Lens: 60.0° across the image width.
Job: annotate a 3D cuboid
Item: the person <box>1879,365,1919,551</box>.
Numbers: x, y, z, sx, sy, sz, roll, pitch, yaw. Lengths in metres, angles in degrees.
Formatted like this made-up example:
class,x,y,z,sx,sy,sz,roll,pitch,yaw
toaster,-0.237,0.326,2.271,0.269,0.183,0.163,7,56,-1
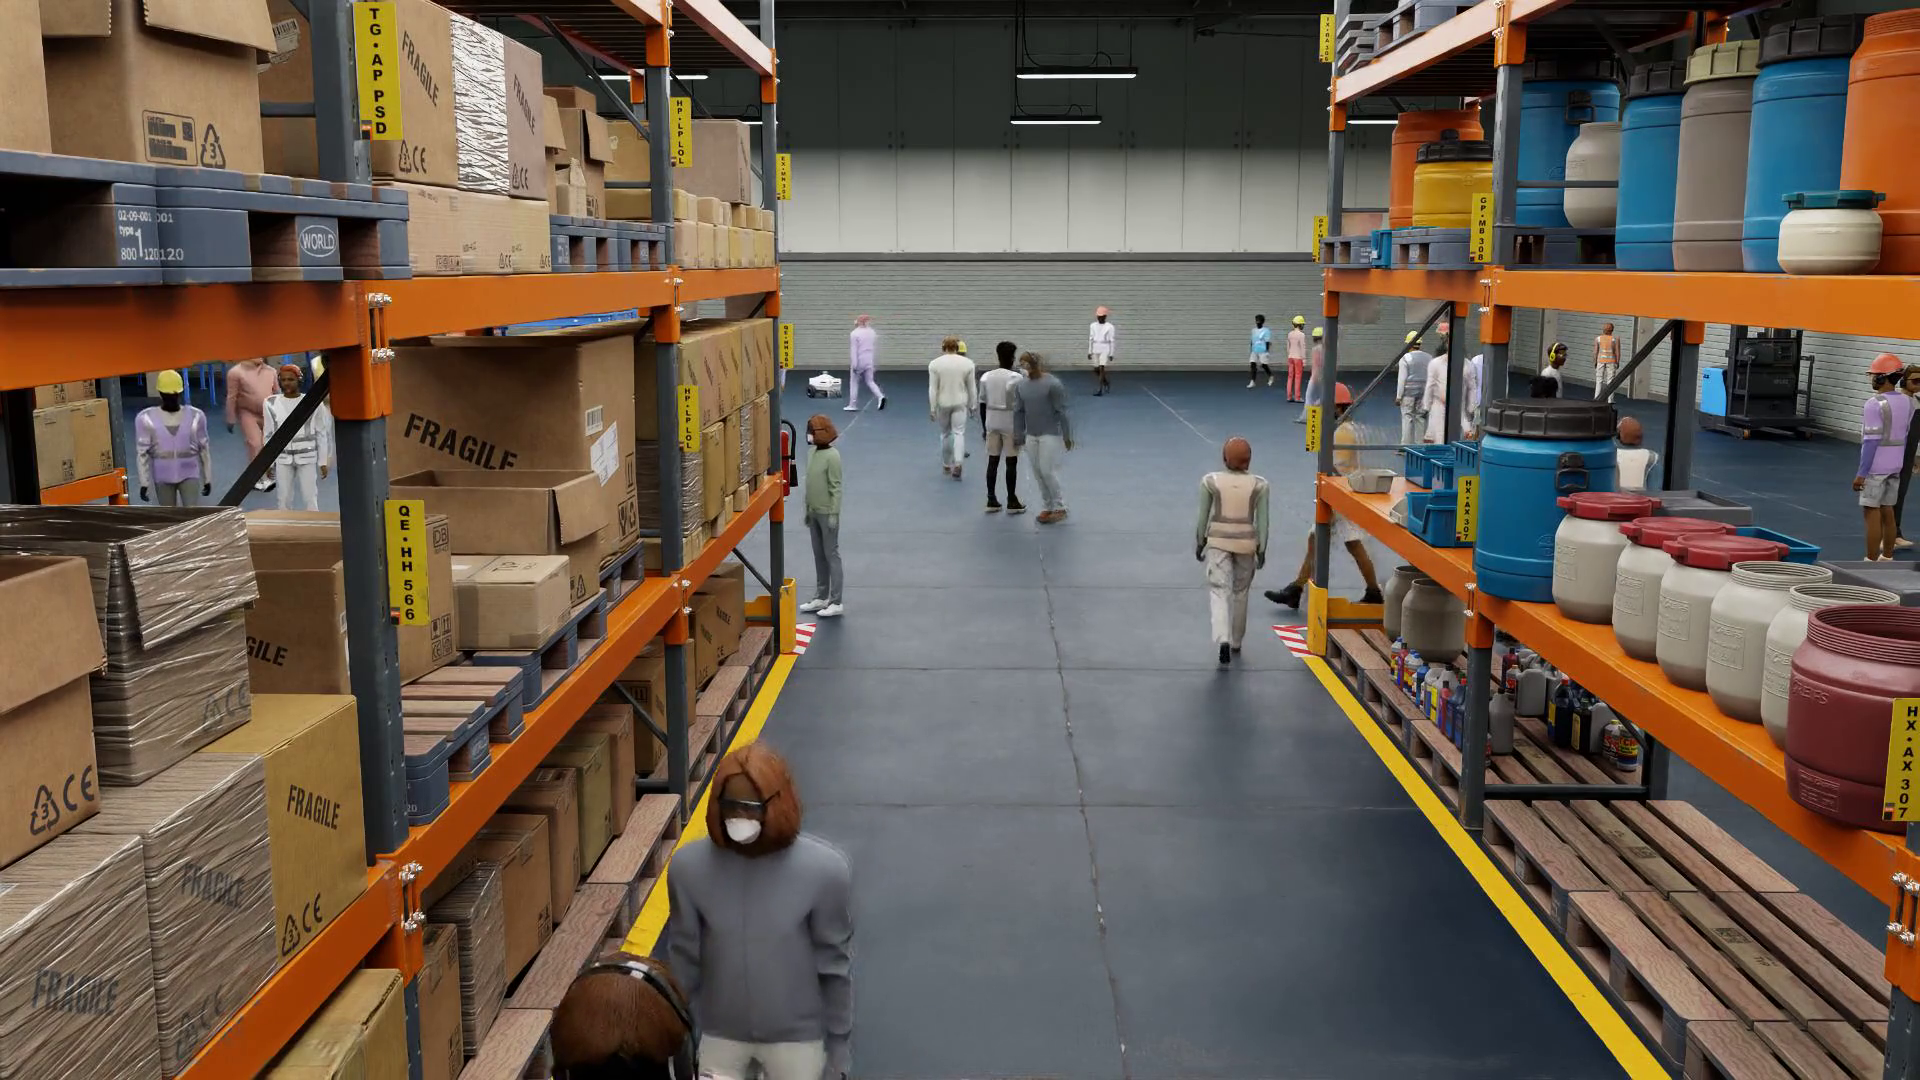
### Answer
class,x,y,z,sx,sy,sz,roll,pitch,yaw
person,9.363,-0.822,16.555,0.506,1.846,0.349,-5,11,-27

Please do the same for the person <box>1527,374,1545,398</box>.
class,x,y,z,sx,sy,sz,roll,pitch,yaw
person,6.122,-0.923,17.618,0.459,1.680,0.538,-6,11,-32

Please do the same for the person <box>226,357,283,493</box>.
class,x,y,z,sx,sy,sz,roll,pitch,yaw
person,-8.698,-1.517,20.681,0.988,1.855,0.682,7,12,37

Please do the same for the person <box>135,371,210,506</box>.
class,x,y,z,sx,sy,sz,roll,pitch,yaw
person,-6.948,-0.542,14.735,0.604,1.894,0.847,-5,11,-27

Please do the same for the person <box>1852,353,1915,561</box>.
class,x,y,z,sx,sy,sz,roll,pitch,yaw
person,8.242,-0.650,14.934,0.608,2.044,0.377,-6,11,-32

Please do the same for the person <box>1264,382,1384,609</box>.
class,x,y,z,sx,sy,sz,roll,pitch,yaw
person,3.038,-0.339,13.549,0.984,1.883,0.565,1,10,8

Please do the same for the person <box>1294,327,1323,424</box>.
class,x,y,z,sx,sy,sz,roll,pitch,yaw
person,6.367,-2.890,29.309,0.540,1.722,0.906,-9,13,-44

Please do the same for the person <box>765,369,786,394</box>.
class,x,y,z,sx,sy,sz,roll,pitch,yaw
person,-3.117,-2.525,26.560,0.659,1.914,0.672,-1,10,-6

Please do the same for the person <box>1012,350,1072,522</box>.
class,x,y,z,sx,sy,sz,roll,pitch,yaw
person,0.890,-1.133,18.254,0.532,1.897,0.648,-9,13,-44

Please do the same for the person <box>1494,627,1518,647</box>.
class,x,y,z,sx,sy,sz,roll,pitch,yaw
person,4.192,-0.067,12.131,0.614,1.807,0.746,-1,10,-6

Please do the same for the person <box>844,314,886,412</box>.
class,x,y,z,sx,sy,sz,roll,pitch,yaw
person,-1.815,-3.402,31.945,0.655,1.869,0.788,-9,13,-42

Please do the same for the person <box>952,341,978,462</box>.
class,x,y,z,sx,sy,sz,roll,pitch,yaw
person,-0.039,-2.009,24.020,0.538,1.726,0.894,5,11,28

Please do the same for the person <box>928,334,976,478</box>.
class,x,y,z,sx,sy,sz,roll,pitch,yaw
person,-0.100,-1.794,22.221,0.635,1.908,0.922,0,9,-3

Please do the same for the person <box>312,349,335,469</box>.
class,x,y,z,sx,sy,sz,roll,pitch,yaw
person,-8.641,-1.875,22.940,0.603,1.822,0.492,-1,10,-6

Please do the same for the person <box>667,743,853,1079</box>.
class,x,y,z,sx,sy,sz,roll,pitch,yaw
person,-0.522,1.311,4.454,0.501,1.620,0.427,1,10,5

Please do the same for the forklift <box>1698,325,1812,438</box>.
class,x,y,z,sx,sy,sz,roll,pitch,yaw
forklift,13.248,-3.165,27.620,1.129,2.768,1.873,0,9,1

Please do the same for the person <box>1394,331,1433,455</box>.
class,x,y,z,sx,sy,sz,roll,pitch,yaw
person,6.721,-2.183,24.741,0.590,1.833,0.404,-5,11,-27

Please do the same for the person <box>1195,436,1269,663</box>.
class,x,y,z,sx,sy,sz,roll,pitch,yaw
person,1.959,0.058,11.966,0.518,1.615,0.766,1,9,3

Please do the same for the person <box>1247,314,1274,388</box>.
class,x,y,z,sx,sy,sz,roll,pitch,yaw
person,6.858,-4.302,37.889,0.696,1.677,0.545,-8,12,-40

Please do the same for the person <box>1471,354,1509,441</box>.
class,x,y,z,sx,sy,sz,roll,pitch,yaw
person,7.248,-1.899,22.760,0.542,1.928,0.374,8,13,41

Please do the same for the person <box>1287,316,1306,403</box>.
class,x,y,z,sx,sy,sz,roll,pitch,yaw
person,6.889,-3.691,33.975,0.309,1.769,0.525,-5,11,-27

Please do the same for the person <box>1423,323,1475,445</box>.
class,x,y,z,sx,sy,sz,roll,pitch,yaw
person,7.580,-2.428,25.805,0.630,1.968,0.878,-6,11,-30

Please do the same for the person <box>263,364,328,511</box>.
class,x,y,z,sx,sy,sz,roll,pitch,yaw
person,-6.403,-0.754,16.036,0.574,1.883,0.361,-2,10,-11

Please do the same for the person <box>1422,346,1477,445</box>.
class,x,y,z,sx,sy,sz,roll,pitch,yaw
person,6.508,-1.734,21.962,0.656,1.858,0.962,-1,9,-3

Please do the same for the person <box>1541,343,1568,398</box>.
class,x,y,z,sx,sy,sz,roll,pitch,yaw
person,7.308,-1.500,20.557,0.310,1.864,0.533,5,11,28

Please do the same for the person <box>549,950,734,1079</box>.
class,x,y,z,sx,sy,sz,roll,pitch,yaw
person,-0.514,1.537,2.543,0.662,1.801,0.904,0,9,1

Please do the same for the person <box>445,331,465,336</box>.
class,x,y,z,sx,sy,sz,roll,pitch,yaw
person,-7.059,-2.086,23.696,0.624,2.003,1.034,4,10,24

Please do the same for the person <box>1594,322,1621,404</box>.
class,x,y,z,sx,sy,sz,roll,pitch,yaw
person,13.085,-3.573,33.655,0.514,1.639,0.308,6,11,32

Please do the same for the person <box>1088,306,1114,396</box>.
class,x,y,z,sx,sy,sz,roll,pitch,yaw
person,3.073,-4.084,35.883,0.558,1.922,0.743,6,11,32

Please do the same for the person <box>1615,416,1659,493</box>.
class,x,y,z,sx,sy,sz,roll,pitch,yaw
person,5.431,-0.206,13.578,0.524,1.606,0.829,0,9,-1

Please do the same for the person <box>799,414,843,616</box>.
class,x,y,z,sx,sy,sz,roll,pitch,yaw
person,-1.119,-0.209,13.517,0.266,1.631,0.505,-6,11,-32

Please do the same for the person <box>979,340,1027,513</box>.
class,x,y,z,sx,sy,sz,roll,pitch,yaw
person,0.509,-1.299,19.053,0.613,1.962,0.367,6,11,34

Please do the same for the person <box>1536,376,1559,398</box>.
class,x,y,z,sx,sy,sz,roll,pitch,yaw
person,6.183,-0.857,17.294,0.355,1.665,0.686,-8,12,-40

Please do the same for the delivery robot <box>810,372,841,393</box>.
class,x,y,z,sx,sy,sz,roll,pitch,yaw
delivery robot,-2.860,-3.330,35.280,0.707,0.478,0.477,9,13,43
